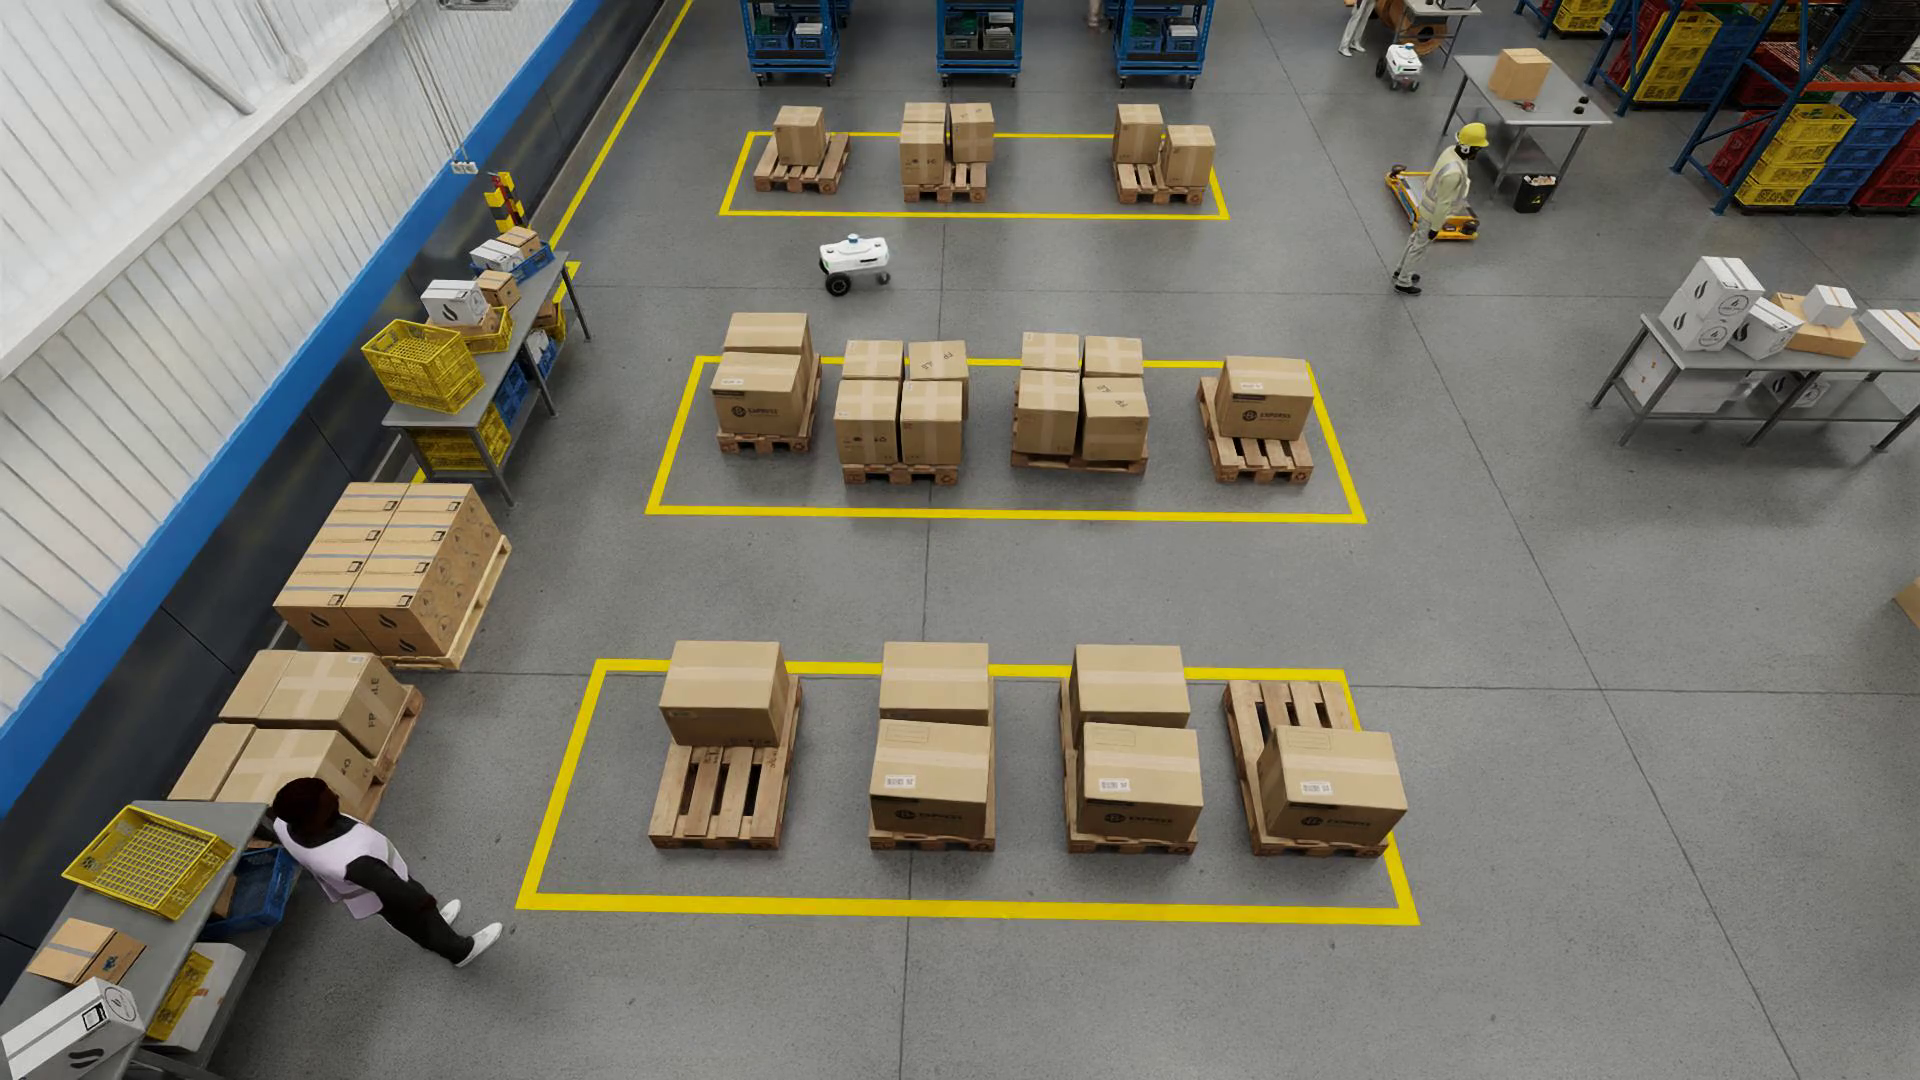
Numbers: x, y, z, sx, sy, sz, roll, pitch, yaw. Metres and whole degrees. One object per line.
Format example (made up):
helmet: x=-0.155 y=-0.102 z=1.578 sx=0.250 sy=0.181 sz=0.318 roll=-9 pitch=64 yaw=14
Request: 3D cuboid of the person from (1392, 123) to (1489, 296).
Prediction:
person: x=4.918 y=-3.384 z=9.427 sx=0.403 sy=1.826 sz=0.595 roll=15 pitch=51 yaw=12

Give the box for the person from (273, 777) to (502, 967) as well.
person: x=-3.083 y=1.812 z=4.869 sx=0.588 sy=1.913 sz=0.390 roll=21 pitch=52 yaw=17

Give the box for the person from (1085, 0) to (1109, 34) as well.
person: x=2.210 y=-8.937 z=14.127 sx=0.410 sy=1.987 sz=0.639 roll=22 pitch=53 yaw=18

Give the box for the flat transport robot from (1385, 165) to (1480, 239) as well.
flat transport robot: x=5.692 y=-4.094 z=11.059 sx=0.652 sy=0.197 sz=1.431 roll=1 pitch=49 yaw=1

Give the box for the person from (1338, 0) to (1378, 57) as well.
person: x=6.073 y=-8.101 z=13.633 sx=0.514 sy=1.632 sz=0.312 roll=-28 pitch=55 yaw=-22

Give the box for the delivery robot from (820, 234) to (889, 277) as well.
delivery robot: x=-1.136 y=-3.074 z=9.930 sx=0.707 sy=0.478 sz=0.477 roll=-11 pitch=50 yaw=-9

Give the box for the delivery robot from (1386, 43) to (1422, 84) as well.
delivery robot: x=6.416 y=-6.915 z=13.255 sx=0.477 sy=0.478 sz=0.707 roll=4 pitch=49 yaw=3
